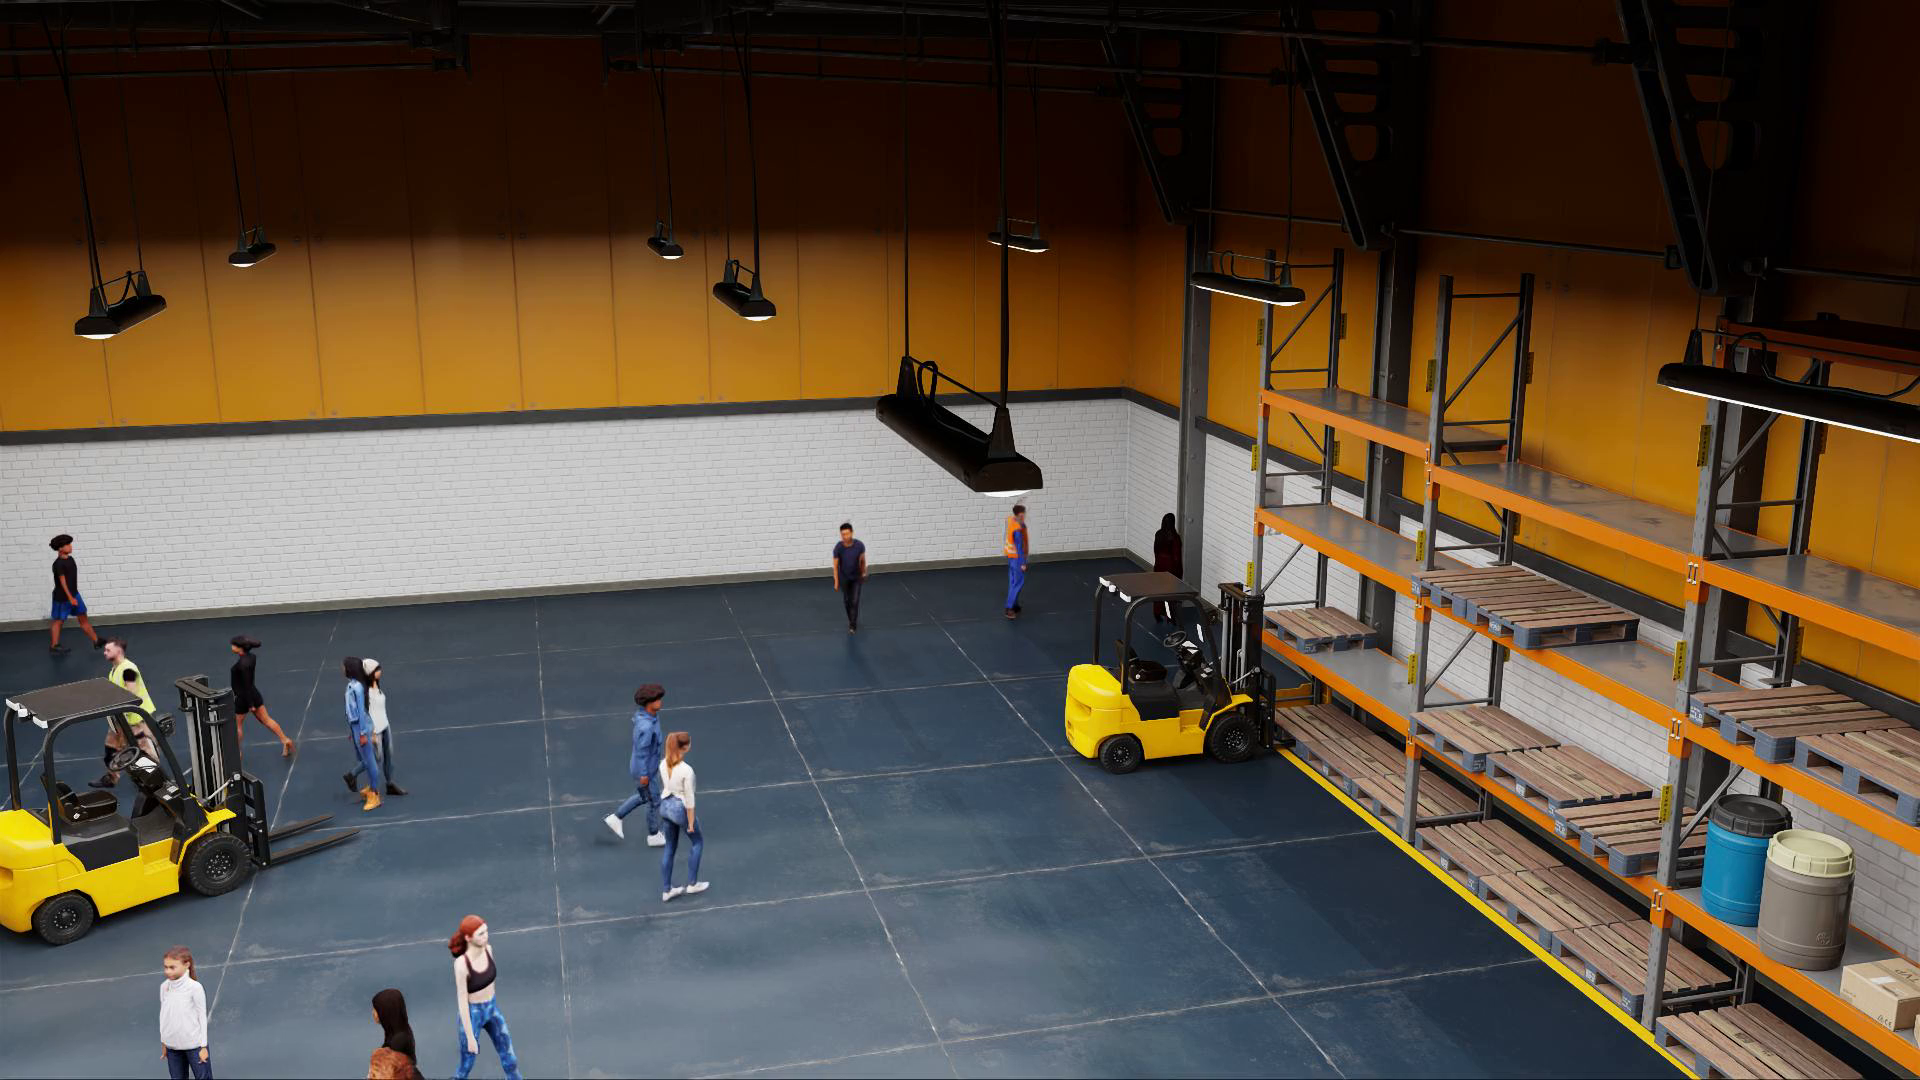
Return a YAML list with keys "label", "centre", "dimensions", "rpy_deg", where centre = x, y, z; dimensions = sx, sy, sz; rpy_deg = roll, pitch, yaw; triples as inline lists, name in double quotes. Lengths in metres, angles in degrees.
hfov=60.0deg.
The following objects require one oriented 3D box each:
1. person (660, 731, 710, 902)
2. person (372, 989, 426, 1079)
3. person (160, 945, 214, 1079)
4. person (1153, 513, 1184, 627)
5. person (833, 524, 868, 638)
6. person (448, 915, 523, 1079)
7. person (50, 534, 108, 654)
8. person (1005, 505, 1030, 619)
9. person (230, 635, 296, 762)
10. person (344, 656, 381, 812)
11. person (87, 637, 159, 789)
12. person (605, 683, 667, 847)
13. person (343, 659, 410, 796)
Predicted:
- label: "person"
  centre: [-2.814, 2.722, 16.240]
  dimensions: [0.816, 1.707, 0.878]
  rpy_deg: [8, 16, 31]
- label: "person"
  centre: [-3.761, 3.894, 11.609]
  dimensions: [0.681, 1.609, 0.958]
  rpy_deg: [-5, 14, -19]
- label: "person"
  centre: [-5.750, 3.732, 12.385]
  dimensions: [0.603, 1.559, 0.626]
  rpy_deg: [2, 14, 7]
- label: "person"
  centre: [3.188, 0.440, 25.556]
  dimensions: [0.820, 1.758, 0.699]
  rpy_deg: [-12, 18, -40]
- label: "person"
  centre: [-1.633, 0.574, 25.099]
  dimensions: [0.827, 1.713, 1.192]
  rpy_deg: [-2, 14, -8]
- label: "person"
  centre: [-3.660, 3.628, 12.428]
  dimensions: [1.145, 1.741, 1.144]
  rpy_deg: [6, 15, 24]
- label: "person"
  centre: [-13.003, 0.817, 24.020]
  dimensions: [0.852, 1.749, 1.088]
  rpy_deg: [0, 14, 2]
- label: "person"
  centre: [0.881, 0.290, 26.042]
  dimensions: [0.915, 1.821, 0.633]
  rpy_deg: [-4, 14, -18]
- label: "person"
  centre: [-8.357, 1.921, 19.771]
  dimensions: [0.762, 1.602, 1.018]
  rpy_deg: [0, 14, -2]
- label: "person"
  centre: [-6.670, 2.151, 18.617]
  dimensions: [0.828, 1.699, 0.529]
  rpy_deg: [-11, 17, -38]
- label: "person"
  centre: [-9.452, 1.977, 19.078]
  dimensions: [1.038, 1.820, 1.060]
  rpy_deg: [-13, 19, -43]
- label: "person"
  centre: [-3.386, 2.383, 17.487]
  dimensions: [0.826, 1.780, 0.930]
  rpy_deg: [0, 14, -2]
- label: "person"
  centre: [-6.676, 2.140, 18.811]
  dimensions: [0.790, 1.628, 0.928]
  rpy_deg: [0, 14, 0]
